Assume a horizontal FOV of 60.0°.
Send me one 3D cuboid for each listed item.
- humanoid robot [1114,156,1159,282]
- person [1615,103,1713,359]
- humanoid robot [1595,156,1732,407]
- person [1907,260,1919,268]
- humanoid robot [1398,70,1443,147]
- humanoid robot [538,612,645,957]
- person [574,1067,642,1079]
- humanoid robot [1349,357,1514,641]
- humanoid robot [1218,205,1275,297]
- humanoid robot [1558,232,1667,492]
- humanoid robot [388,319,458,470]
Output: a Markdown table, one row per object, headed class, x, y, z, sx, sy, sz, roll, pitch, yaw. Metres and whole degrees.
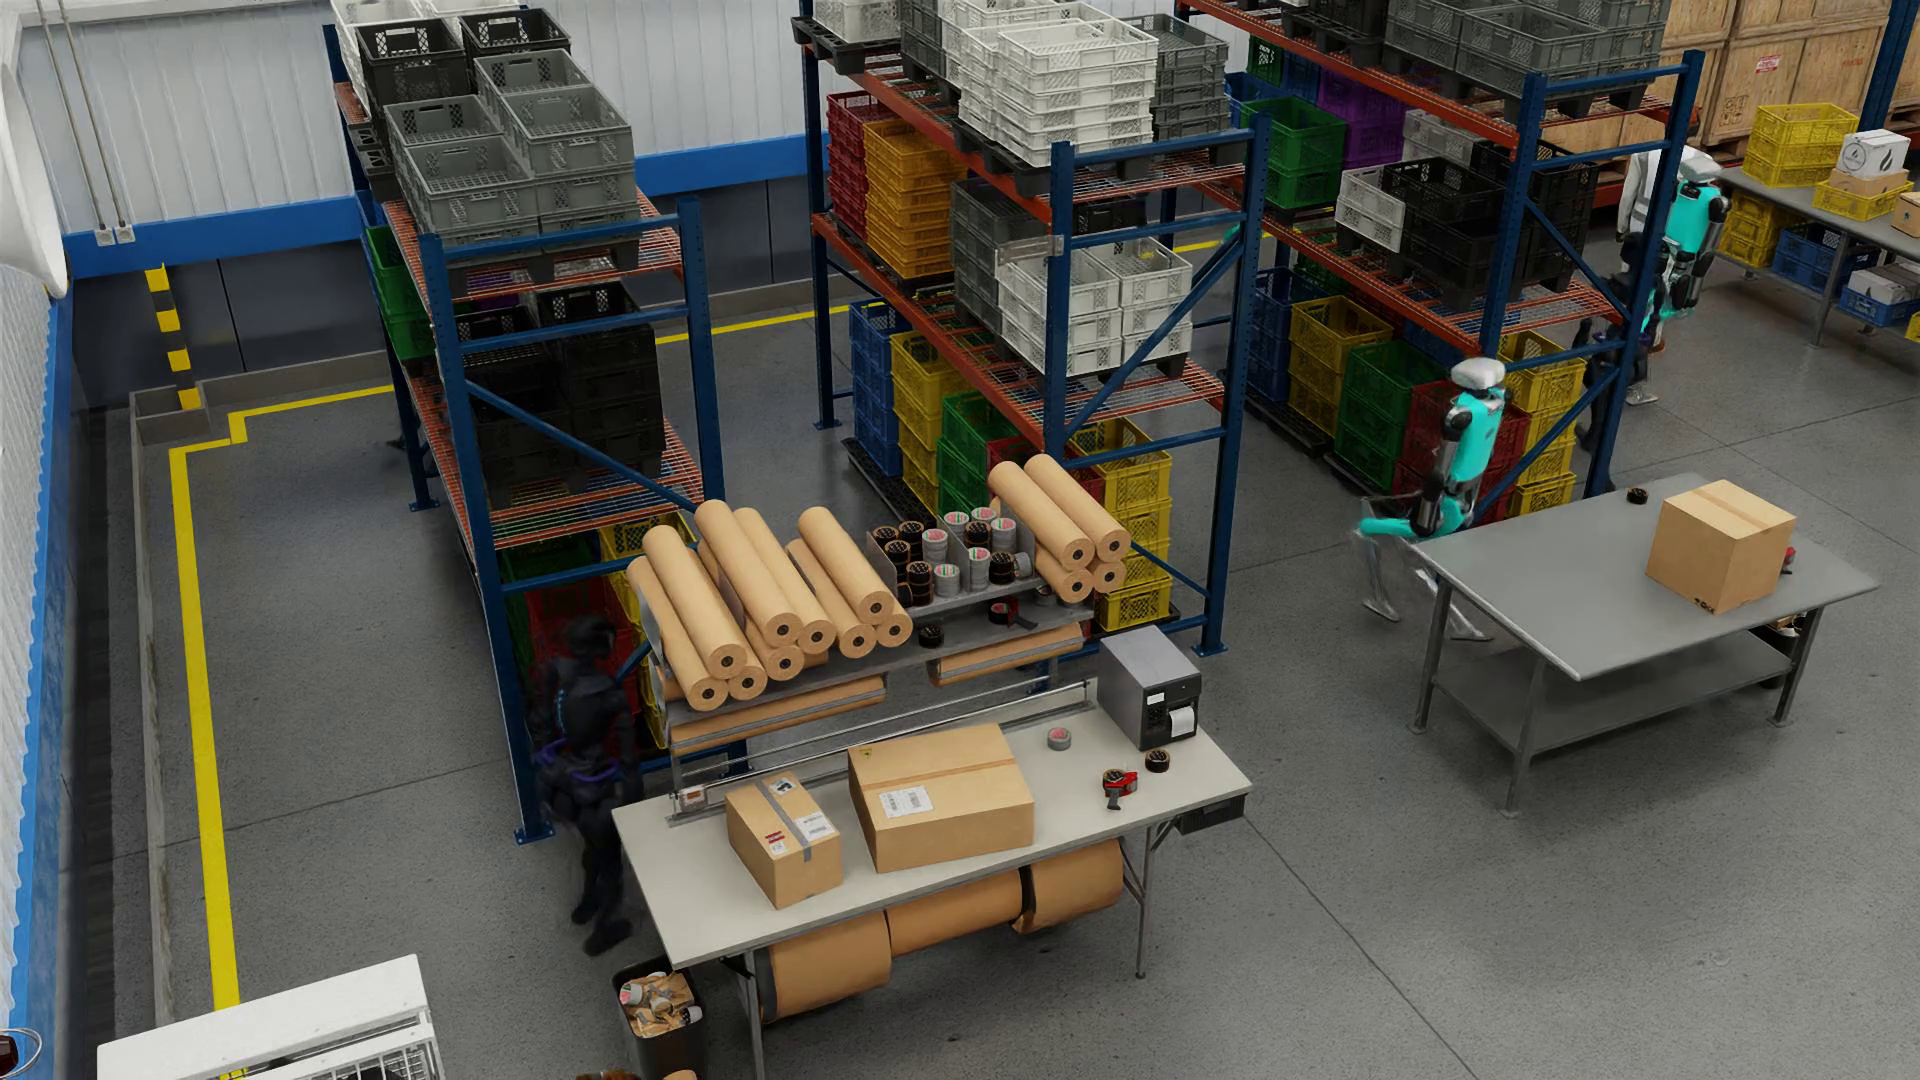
| class | x | y | z | sx | sy | sz | roll | pitch | yaw |
| --- | --- | --- | --- | --- | --- | --- | --- | --- | --- |
| humanoid robot | 1.288 | -2.389 | 12.515 | 0.380 | 1.644 | 0.601 | -1 | 32 | -2 |
| person | 5.058 | -2.238 | 12.065 | 0.583 | 1.882 | 0.337 | 20 | 37 | 29 |
| humanoid robot | 4.670 | -1.727 | 11.278 | 0.730 | 1.695 | 0.534 | -10 | 33 | -16 |
| person | 8.127 | -3.098 | 13.412 | 0.399 | 1.937 | 0.603 | 24 | 39 | 34 |
| humanoid robot | 3.782 | -3.181 | 13.815 | 0.602 | 1.642 | 0.554 | -25 | 40 | -35 |
| humanoid robot | -1.554 | 1.024 | 6.969 | 0.613 | 1.632 | 0.396 | 22 | 38 | 31 |
| person | -1.038 | 2.135 | 5.041 | 0.734 | 1.799 | 0.657 | 25 | 40 | 35 |
| humanoid robot | 2.493 | -0.214 | 8.904 | 0.541 | 1.735 | 0.983 | -27 | 40 | -36 |
| humanoid robot | 2.305 | -2.602 | 12.858 | 0.778 | 1.839 | 0.562 | 11 | 33 | 18 |
| humanoid robot | 4.139 | -1.177 | 10.586 | 0.587 | 1.628 | 0.782 | -7 | 32 | -11 |
| humanoid robot | -3.445 | -1.190 | 10.562 | 0.452 | 1.641 | 0.612 | -18 | 36 | -26 |
